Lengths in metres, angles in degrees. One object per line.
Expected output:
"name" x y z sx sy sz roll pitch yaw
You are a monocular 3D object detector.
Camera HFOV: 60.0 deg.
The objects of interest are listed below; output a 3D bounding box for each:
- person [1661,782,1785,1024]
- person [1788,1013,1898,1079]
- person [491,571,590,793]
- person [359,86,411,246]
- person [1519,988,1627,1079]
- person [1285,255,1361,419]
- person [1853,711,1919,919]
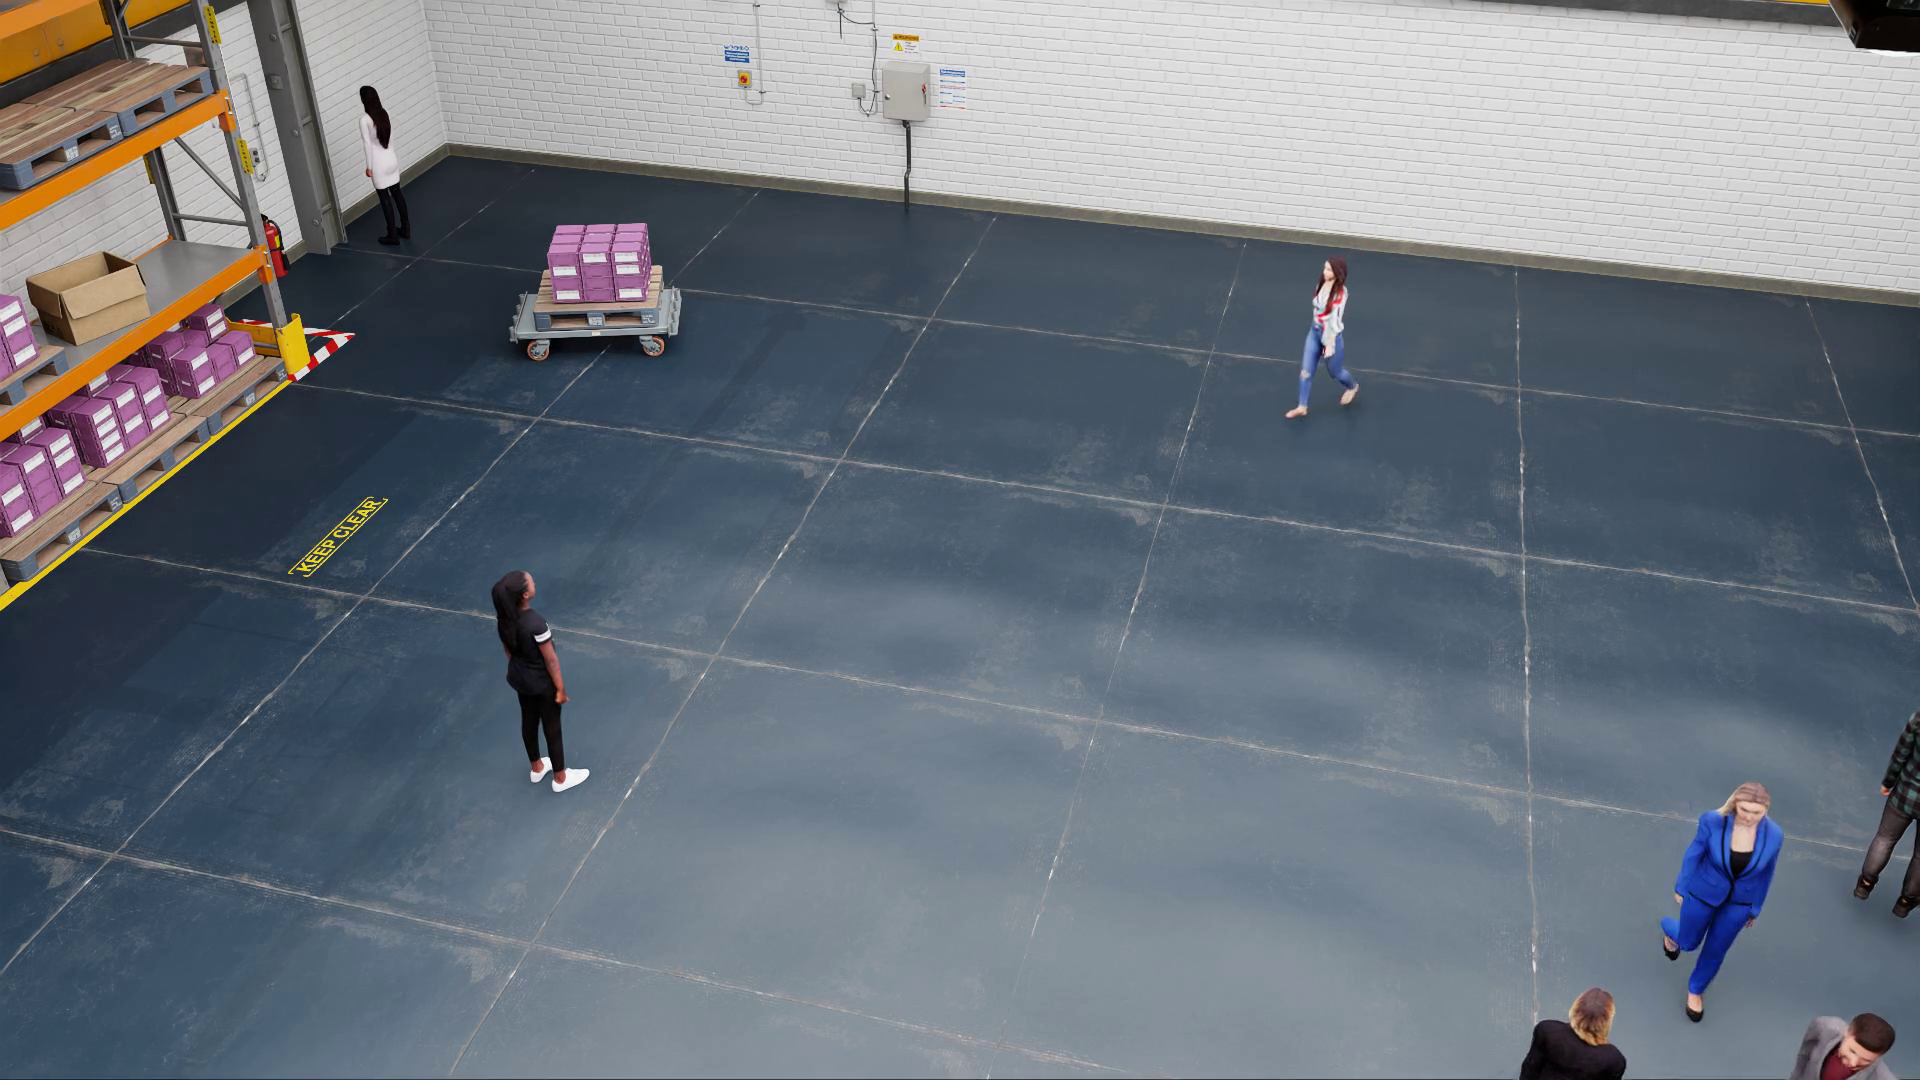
"person" 4.313 1.967 9.479 0.610 1.684 0.776 10 35 14
"person" 4.169 2.824 8.053 0.920 1.835 0.846 -7 34 -11
"person" -2.809 0.923 11.010 0.684 1.729 0.685 20 39 28
"person" -6.477 -4.209 18.659 0.710 1.808 0.526 15 36 21
"person" 2.902 2.865 8.153 0.721 1.657 0.780 21 39 28
"person" 3.447 -1.864 15.332 1.072 1.586 1.016 -18 38 -25
"person" 5.755 1.512 9.893 0.724 1.710 0.659 23 40 31
